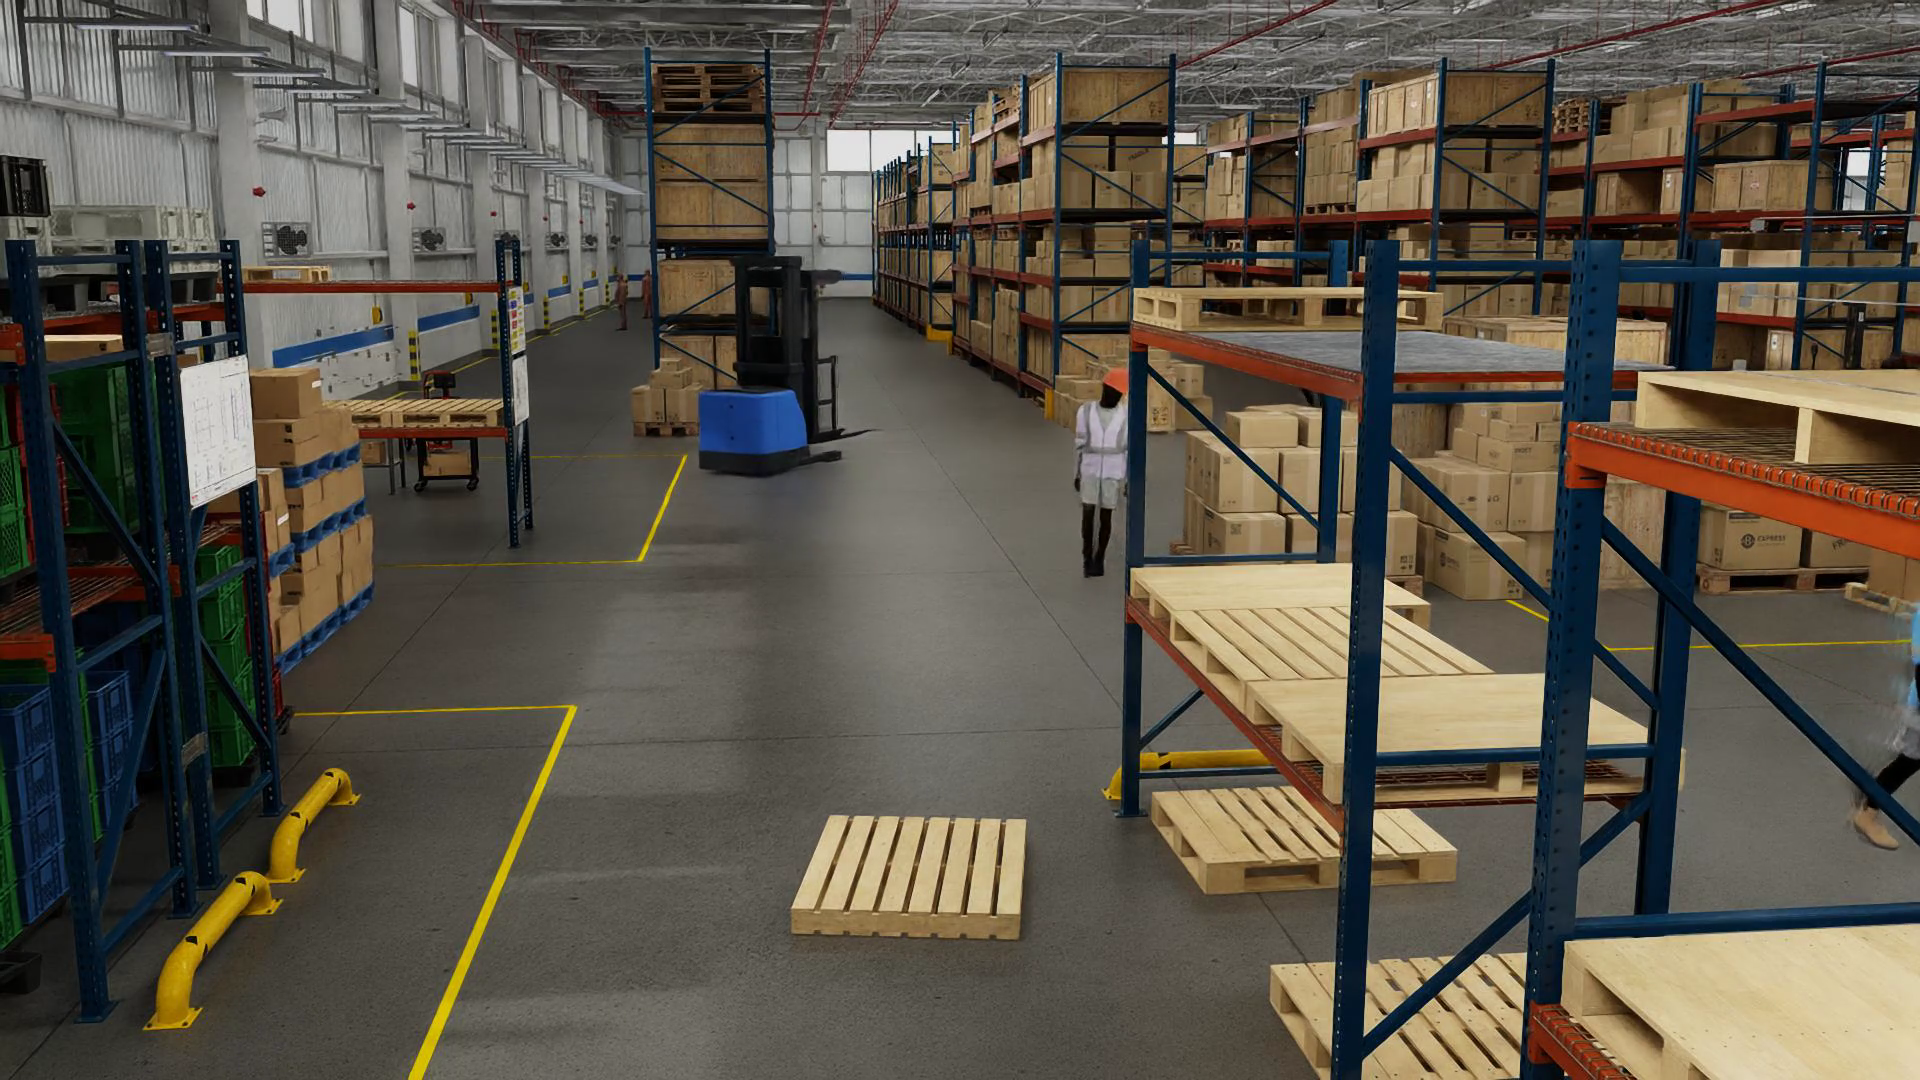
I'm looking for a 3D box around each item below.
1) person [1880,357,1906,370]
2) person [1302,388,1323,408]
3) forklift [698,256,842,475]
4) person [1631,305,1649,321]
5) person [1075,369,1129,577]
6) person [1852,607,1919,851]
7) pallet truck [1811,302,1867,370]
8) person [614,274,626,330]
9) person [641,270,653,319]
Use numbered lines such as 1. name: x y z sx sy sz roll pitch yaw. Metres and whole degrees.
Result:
1. person: 9.962 -1.061 17.832 0.953 1.799 0.641 -2 10 -12
2. person: 5.972 -2.825 27.905 0.429 1.684 0.539 10 14 44
3. forklift: -2.543 -2.352 21.968 1.129 2.768 1.873 5 12 27
4. person: 12.543 -3.417 30.782 0.431 1.836 0.643 0 10 0
5. person: 1.295 -0.580 14.869 0.556 1.895 0.677 1 10 7
6. person: 4.747 0.777 8.021 0.540 1.658 0.855 -3 11 -18
7. pallet truck: 15.846 -3.142 28.793 1.885 1.965 0.823 2 10 12
8. person: -11.453 -8.003 56.072 0.409 1.891 0.764 -2 11 -13
9. person: -12.084 -9.524 64.451 0.402 1.895 0.653 8 13 38
